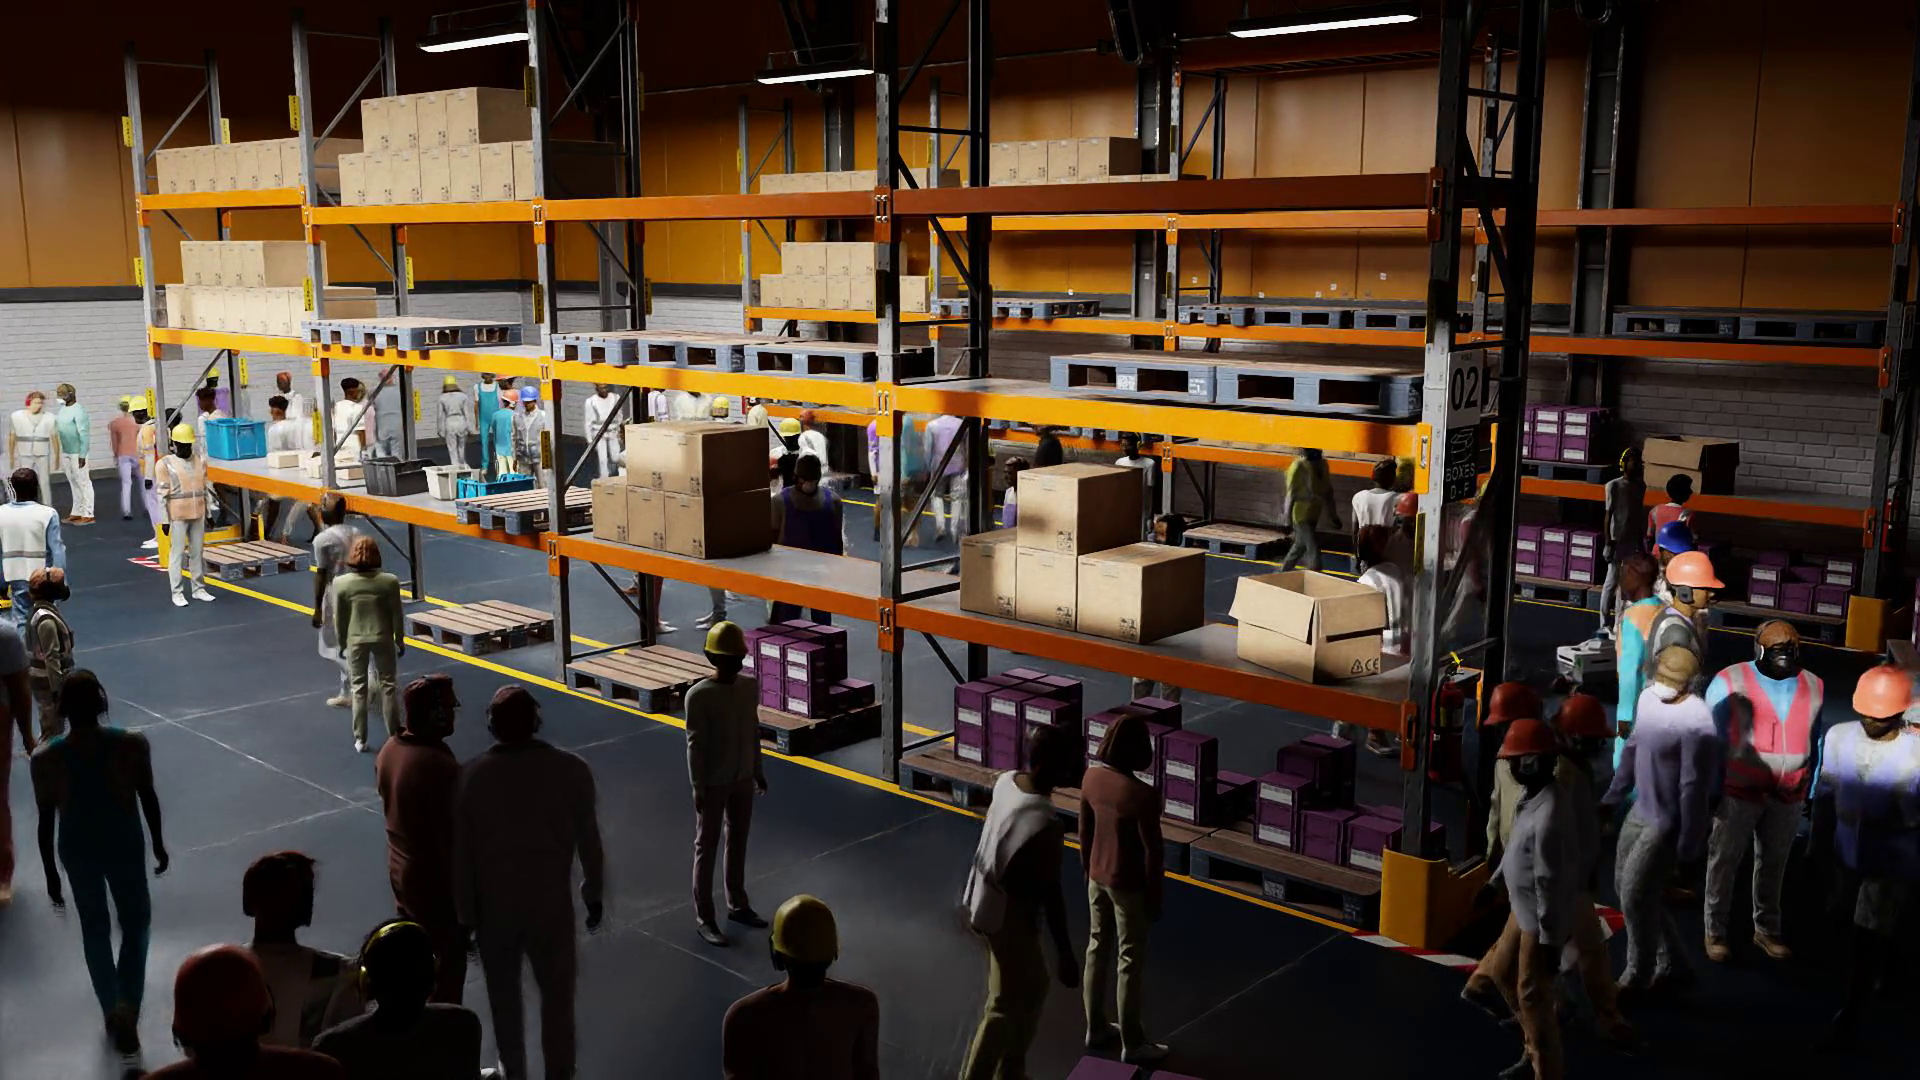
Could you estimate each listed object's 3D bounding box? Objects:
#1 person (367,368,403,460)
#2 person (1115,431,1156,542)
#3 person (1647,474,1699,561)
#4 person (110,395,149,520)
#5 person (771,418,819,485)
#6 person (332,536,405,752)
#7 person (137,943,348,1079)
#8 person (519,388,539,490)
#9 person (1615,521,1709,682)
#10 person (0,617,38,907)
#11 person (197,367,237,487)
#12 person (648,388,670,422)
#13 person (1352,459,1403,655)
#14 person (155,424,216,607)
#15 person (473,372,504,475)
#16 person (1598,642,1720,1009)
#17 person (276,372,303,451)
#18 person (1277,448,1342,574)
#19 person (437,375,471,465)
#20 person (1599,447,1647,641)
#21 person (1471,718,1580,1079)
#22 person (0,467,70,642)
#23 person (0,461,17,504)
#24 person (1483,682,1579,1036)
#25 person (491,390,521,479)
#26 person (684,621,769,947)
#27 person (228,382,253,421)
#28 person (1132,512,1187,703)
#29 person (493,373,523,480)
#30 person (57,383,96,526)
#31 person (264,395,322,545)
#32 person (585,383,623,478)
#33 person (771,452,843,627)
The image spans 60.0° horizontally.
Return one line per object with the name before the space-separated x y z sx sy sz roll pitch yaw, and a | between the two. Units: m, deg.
person | -8.892 -1.736 25.951 0.652 1.890 0.425 -4 11 -21
person | 1.839 -0.250 17.645 0.519 1.856 0.351 7 12 36
person | 6.587 0.229 15.360 0.315 1.698 0.541 -5 11 -26
person | -11.521 -1.155 23.164 0.541 1.715 0.931 -3 10 -14
person | -1.822 -0.390 18.247 0.588 1.918 0.397 3 10 14
person | -4.409 0.778 12.443 0.498 1.634 0.278 -2 10 -11
person | -1.913 2.015 4.436 0.620 1.990 0.399 -4 11 -24
person | -6.536 -1.486 25.226 0.306 1.639 0.523 3 10 16
person | 4.783 0.822 11.342 0.604 1.939 0.416 1 10 5
person | -5.733 1.073 9.625 0.755 2.000 0.699 -2 10 -11
person | -11.530 -1.727 25.813 0.397 1.919 0.592 9 14 42
person | -4.487 -1.584 24.962 0.366 1.931 0.542 -8 13 -37
person | 3.841 0.181 15.219 0.567 1.846 0.389 9 13 40
person | -8.145 -0.270 17.548 0.384 1.922 0.594 6 12 30
person | -7.751 -1.972 27.446 0.502 1.838 0.346 -1 10 -7
person | 3.416 1.401 8.161 0.483 1.897 0.672 0 10 2
person | -10.193 -1.623 25.342 0.577 1.876 0.346 6 12 33
person | 3.697 -0.271 17.699 0.981 1.883 0.589 9 14 43
person | -8.180 -1.795 26.781 0.494 1.705 0.871 -6 12 -32
person | 6.396 0.034 15.982 0.524 1.871 0.325 -5 11 -28
person | 2.524 1.637 7.359 0.429 1.716 0.570 3 10 15
person | -7.870 0.342 14.101 0.598 1.917 0.378 0 10 -1
person | -14.102 -1.302 24.019 0.920 1.701 0.571 2 10 10
person | 2.695 1.530 7.941 0.422 1.720 0.585 -1 10 -8
person | -6.420 -1.280 23.785 0.573 1.738 0.351 5 11 28
person | -1.266 1.306 9.083 0.312 1.769 0.522 8 13 38
person | -11.812 -1.872 27.191 0.683 1.699 0.511 -2 10 -9
person | 1.515 0.702 12.335 0.635 1.831 0.429 10 14 43
person | -6.624 -1.510 24.269 0.493 2.028 0.618 3 10 15
person | -12.026 -1.165 22.582 0.628 1.935 0.373 8 13 37
person | -8.496 -0.866 20.979 1.060 1.917 0.614 3 11 18
person | -5.339 -1.558 25.006 0.606 1.858 0.517 -6 12 -32
person | -1.309 0.233 14.371 0.674 2.000 0.535 -3 10 -16
